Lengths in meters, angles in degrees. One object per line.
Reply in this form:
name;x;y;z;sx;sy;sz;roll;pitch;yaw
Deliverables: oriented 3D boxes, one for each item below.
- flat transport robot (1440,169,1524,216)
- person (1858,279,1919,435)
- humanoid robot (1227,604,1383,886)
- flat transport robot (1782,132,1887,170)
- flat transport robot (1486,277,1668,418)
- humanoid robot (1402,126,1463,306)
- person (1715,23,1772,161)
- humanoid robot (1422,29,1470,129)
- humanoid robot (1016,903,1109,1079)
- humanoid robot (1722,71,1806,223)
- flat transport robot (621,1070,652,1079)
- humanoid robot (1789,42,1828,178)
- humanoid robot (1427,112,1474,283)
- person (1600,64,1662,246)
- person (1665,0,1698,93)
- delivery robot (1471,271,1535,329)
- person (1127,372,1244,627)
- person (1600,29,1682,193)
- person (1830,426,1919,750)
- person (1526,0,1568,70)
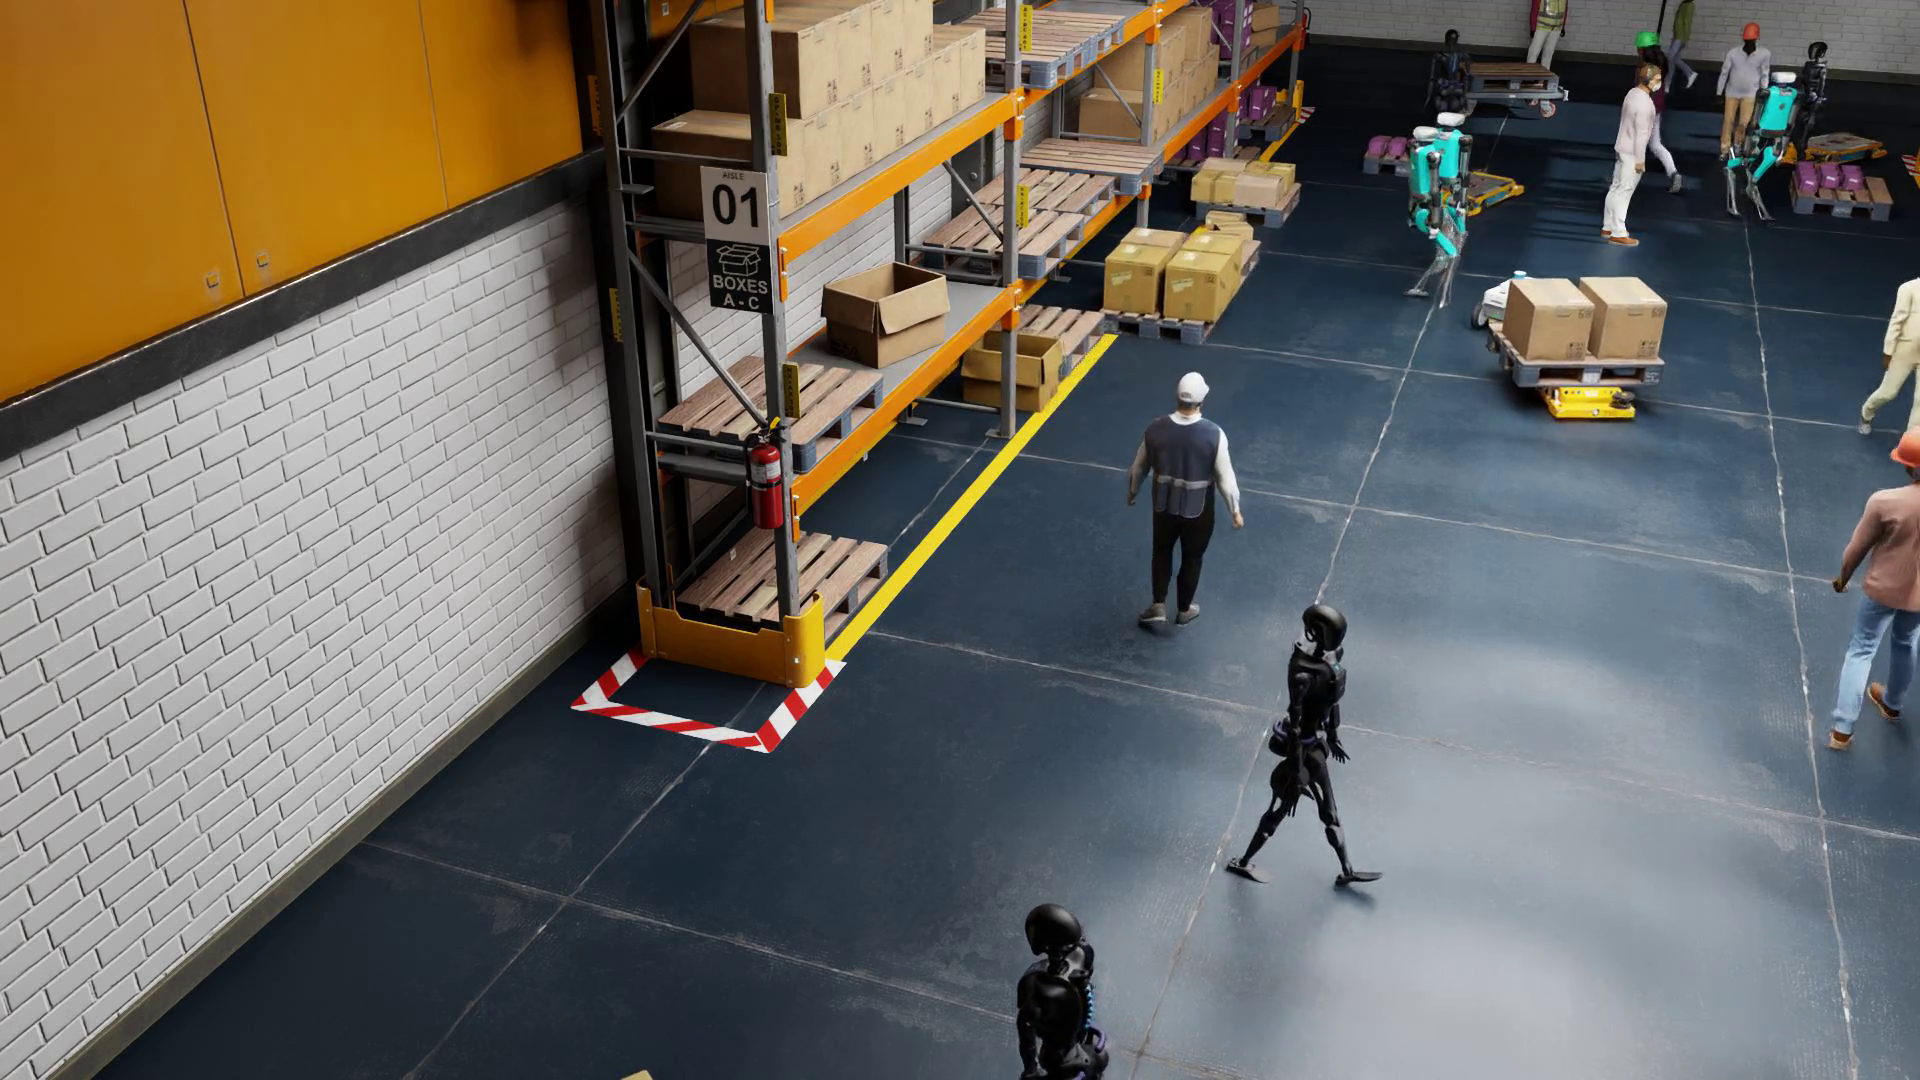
flat transport robot;6.079;-4.118;19.739;0.659;0.231;1.431;22;35;36
person;7.519;-1.493;13.042;0.578;1.729;0.695;4;27;7
humanoid robot;1.750;1.054;8.205;0.763;1.625;0.589;16;31;28
flat transport robot;11.265;-5.030;21.508;1.431;0.231;0.659;-15;31;-27
flat transport robot;5.302;-1.415;14.495;0.659;0.231;1.431;0;27;0
humanoid robot;4.704;-3.168;16.301;0.796;1.781;0.542;-7;28;-14
person;9.943;-5.697;21.193;0.588;1.735;0.397;15;31;26
humanoid robot;6.251;-5.651;21.185;0.590;1.628;0.544;-4;28;-7
humanoid robot;0.316;2.025;6.306;0.698;1.631;0.609;15;31;26
humanoid robot;8.985;-4.421;18.703;0.549;1.736;0.960;-2;27;-3
flat transport robot;-1.285;2.900;6.125;1.431;0.231;0.659;-15;31;-27
humanoid robot;10.519;-5.311;20.526;0.452;1.647;0.596;0;27;0
humanoid robot;5.007;-3.518;16.950;0.530;1.757;0.775;22;35;36
person;7.293;-4.182;18.047;0.376;1.936;0.627;2;27;5
person;10.768;-7.469;24.767;0.582;1.617;0.503;4;28;8
delivery robot;5.275;-2.255;15.799;0.744;0.582;0.518;-23;35;-37
person;1.414;-0.225;10.575;0.782;1.747;0.498;14;30;25
person;8.303;-5.123;19.932;0.517;1.889;0.985;-14;30;-25
person;5.341;0.251;9.457;0.647;1.940;0.674;4;27;7
person;8.806;-7.668;24.910;0.618;1.845;0.430;-7;28;-14
